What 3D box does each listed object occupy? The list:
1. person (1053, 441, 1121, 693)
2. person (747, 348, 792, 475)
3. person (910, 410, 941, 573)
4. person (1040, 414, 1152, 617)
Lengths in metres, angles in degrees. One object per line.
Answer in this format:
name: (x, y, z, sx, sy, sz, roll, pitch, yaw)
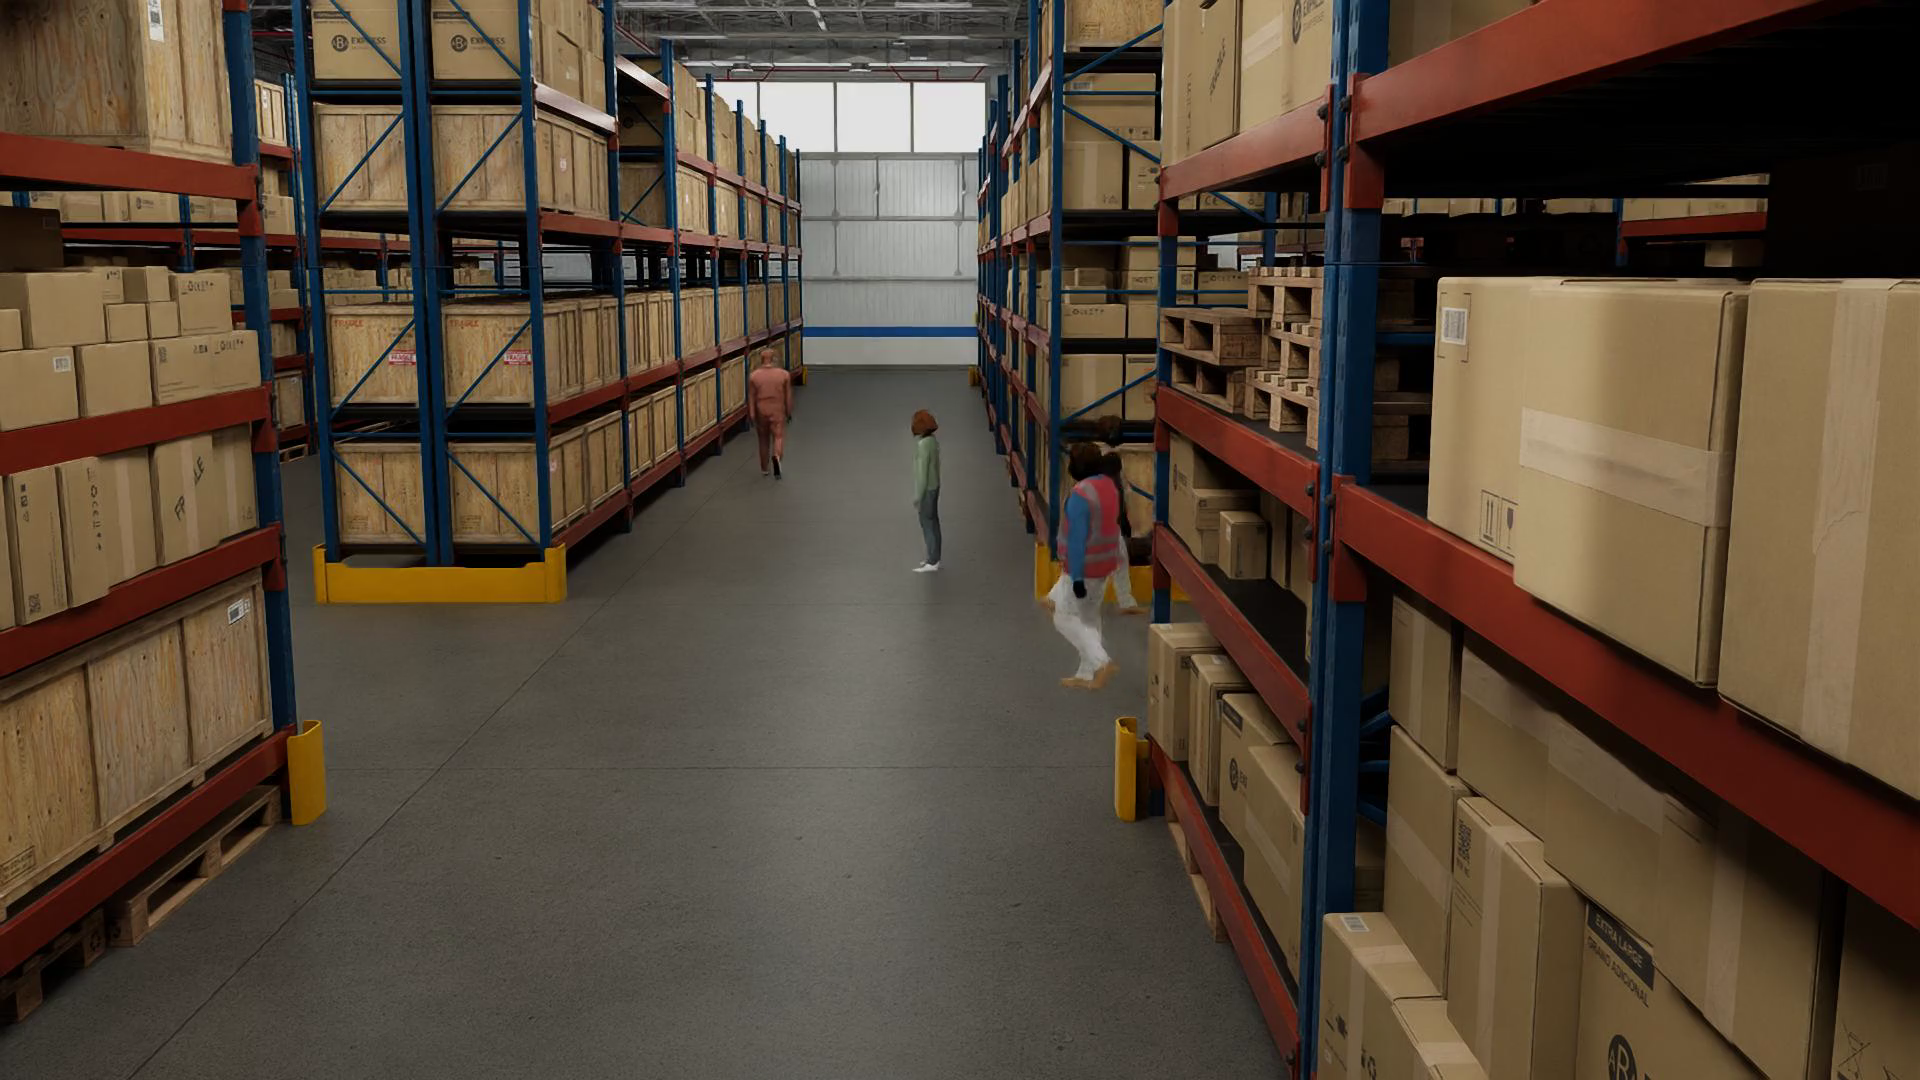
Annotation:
person: (0.916, 0.203, 11.842, 0.465, 1.824, 0.631, 6, 11, 31)
person: (-2.777, -1.860, 24.287, 0.656, 1.888, 0.672, 0, 9, -3)
person: (-0.350, -0.489, 16.704, 0.307, 1.624, 0.532, 2, 9, 12)
person: (1.169, -0.190, 14.351, 0.955, 1.801, 0.633, -1, 9, -4)
